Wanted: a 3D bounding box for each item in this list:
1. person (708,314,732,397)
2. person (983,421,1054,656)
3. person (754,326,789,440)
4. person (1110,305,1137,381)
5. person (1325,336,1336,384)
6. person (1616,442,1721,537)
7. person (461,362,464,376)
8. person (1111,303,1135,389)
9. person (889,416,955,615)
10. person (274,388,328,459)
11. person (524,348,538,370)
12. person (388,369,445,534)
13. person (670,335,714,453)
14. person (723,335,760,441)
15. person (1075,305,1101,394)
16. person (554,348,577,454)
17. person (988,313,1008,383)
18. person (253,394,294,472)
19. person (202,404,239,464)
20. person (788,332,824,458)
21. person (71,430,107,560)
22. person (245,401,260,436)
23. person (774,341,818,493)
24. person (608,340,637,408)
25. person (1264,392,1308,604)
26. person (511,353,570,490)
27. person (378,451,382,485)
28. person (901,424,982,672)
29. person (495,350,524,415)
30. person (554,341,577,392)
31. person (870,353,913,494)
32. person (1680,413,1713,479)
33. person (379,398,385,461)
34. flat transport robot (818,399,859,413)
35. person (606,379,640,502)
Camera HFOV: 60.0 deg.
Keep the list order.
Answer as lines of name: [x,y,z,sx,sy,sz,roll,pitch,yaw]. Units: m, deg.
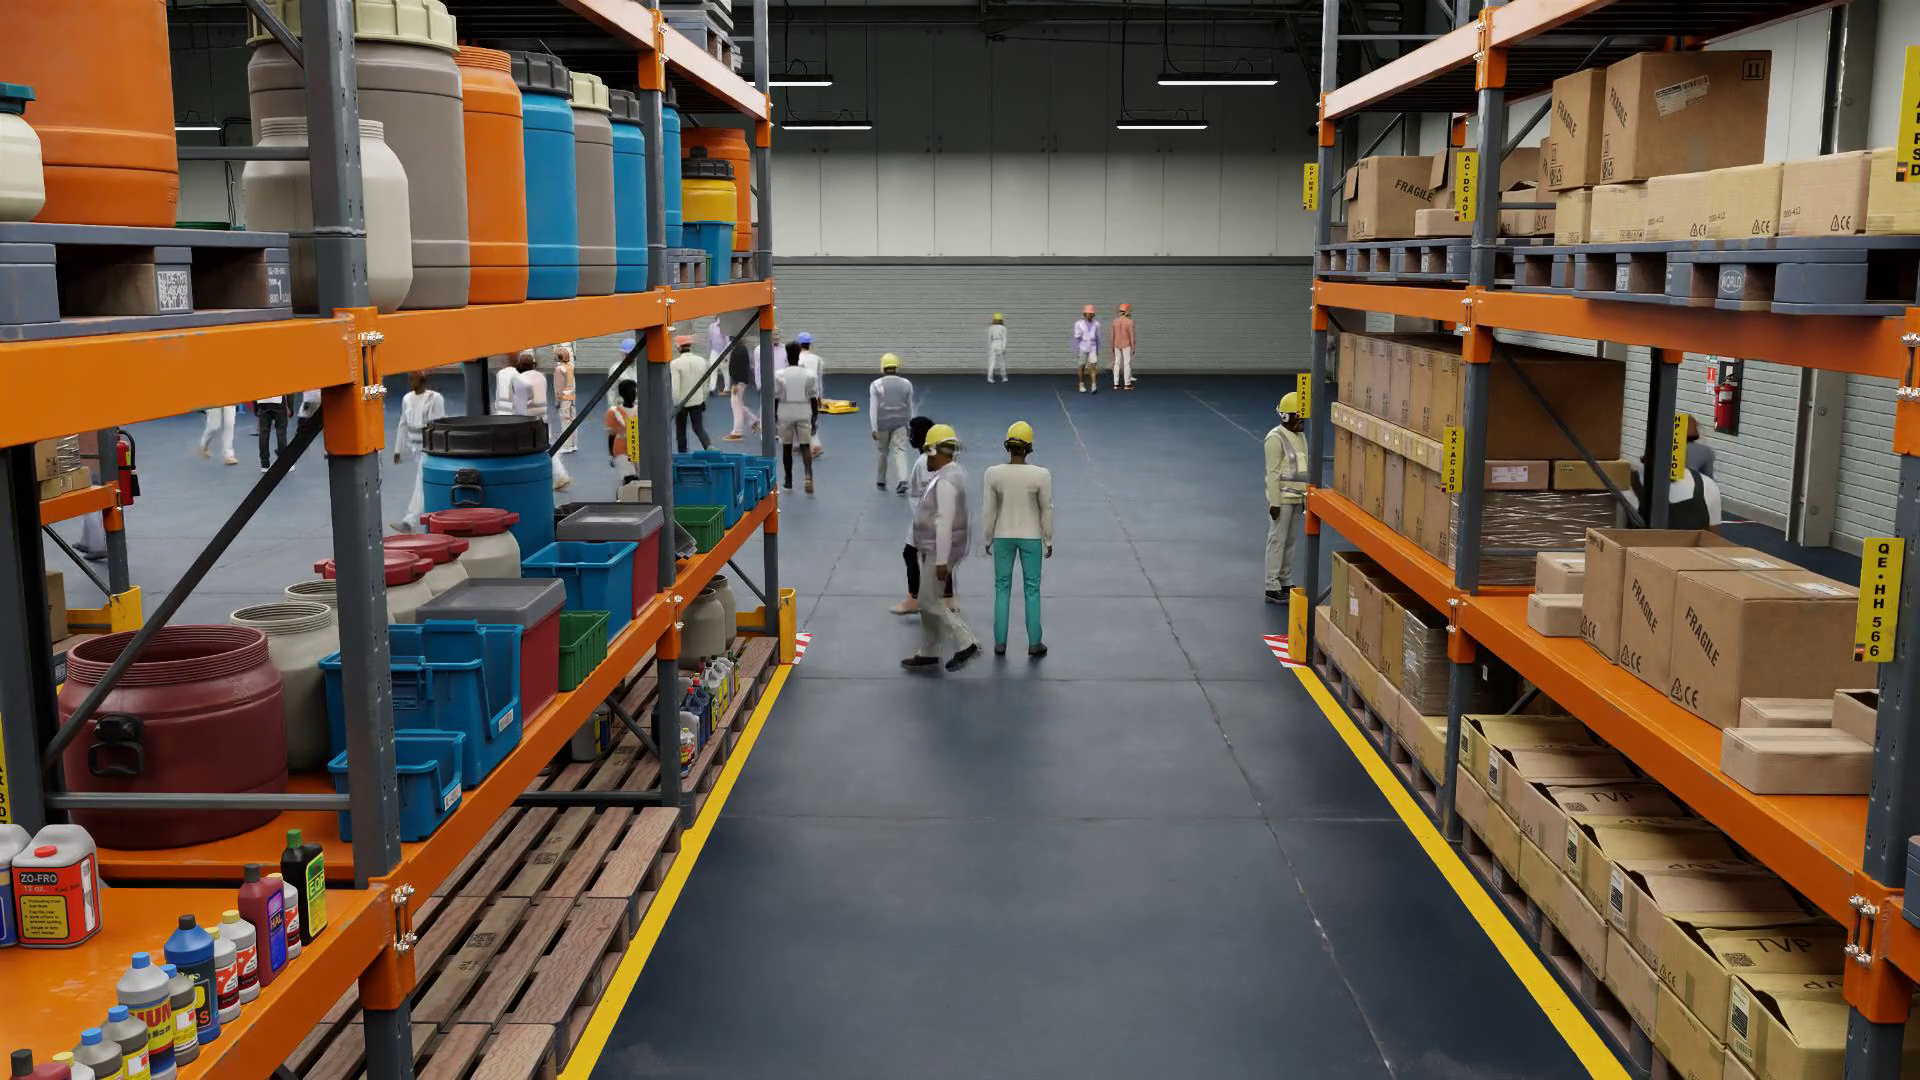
person: [-5.324,-4.094,36.678,0.697,1.867,0.995,3,10,19]
person: [0.441,-0.009,12.521,0.533,1.768,0.310,2,10,11]
person: [-3.078,-2.582,27.520,0.651,1.904,0.403,-6,11,-33]
person: [4.114,-4.917,41.559,0.598,1.886,0.657,-4,10,-22]
person: [8.924,-4.730,40.530,0.471,1.865,0.723,9,13,43]
person: [4.396,0.222,10.444,0.677,2.000,0.950,0,9,2]
person: [-12.904,-5.223,43.524,0.563,1.841,0.393,-3,10,-19]
person: [3.829,-4.533,38.931,0.618,1.993,0.396,6,11,34]
person: [-0.346,-0.195,13.905,0.686,1.669,0.550,0,9,1]
person: [-9.735,-2.125,24.873,1.040,1.870,0.558,-9,13,-43]
person: [-9.368,-3.838,35.861,0.549,1.619,0.537,-6,11,-33]
person: [-5.910,-0.967,18.026,0.610,1.840,0.952,6,11,33]
person: [-3.839,-1.992,23.789,0.624,1.971,0.748,-8,12,-40]
person: [-3.639,-2.641,27.656,0.559,1.969,0.674,-1,10,-4]
person: [2.887,-4.314,37.653,0.617,1.999,1.037,-1,10,-7]
person: [-6.124,-2.163,25.795,0.313,1.642,0.513,2,10,12]
person: [0.920,-4.740,41.061,0.501,1.698,0.891,5,10,25]
person: [-9.727,-1.919,23.533,0.587,1.912,0.374,-1,10,-6]
person: [-10.928,-2.036,24.474,0.612,1.830,0.649,7,12,35]
person: [-2.333,-2.205,25.247,0.971,1.912,0.599,9,13,43]
person: [-8.809,-0.678,16.570,0.713,1.738,0.551,4,10,22]
person: [-12.103,-2.662,28.468,0.376,1.756,0.527,-2,10,-15]
person: [-2.144,-1.582,21.379,0.659,1.962,0.519,-3,10,-15]
person: [-4.464,-1.759,22.603,0.626,1.890,1.015,-3,10,-18]
person: [2.870,-0.377,14.525,0.404,1.829,0.600,7,12,34]
person: [-5.518,-1.532,21.604,0.950,1.806,0.644,4,10,22]
person: [-6.086,-0.653,16.772,0.500,1.633,0.280,-8,12,-38]
person: [-0.165,0.066,11.965,0.501,1.802,0.623,1,9,3]
person: [-6.011,-1.639,22.064,0.604,1.852,0.840,9,13,43]
person: [-8.988,-4.178,37.873,0.513,1.640,0.309,-3,10,-18]
person: [-0.875,-1.503,21.390,0.593,1.798,0.913,-3,10,-17]
person: [6.411,-0.317,14.780,0.516,1.617,0.455,1,10,9]
person: [-8.822,-2.075,24.733,0.536,1.834,0.927,-8,12,-39]
flat transport robot: [-2.768,-2.685,33.147,1.431,0.197,0.652,8,12,38]
person: [-3.749,-0.992,18.706,0.536,1.669,0.791,-9,13,-43]
